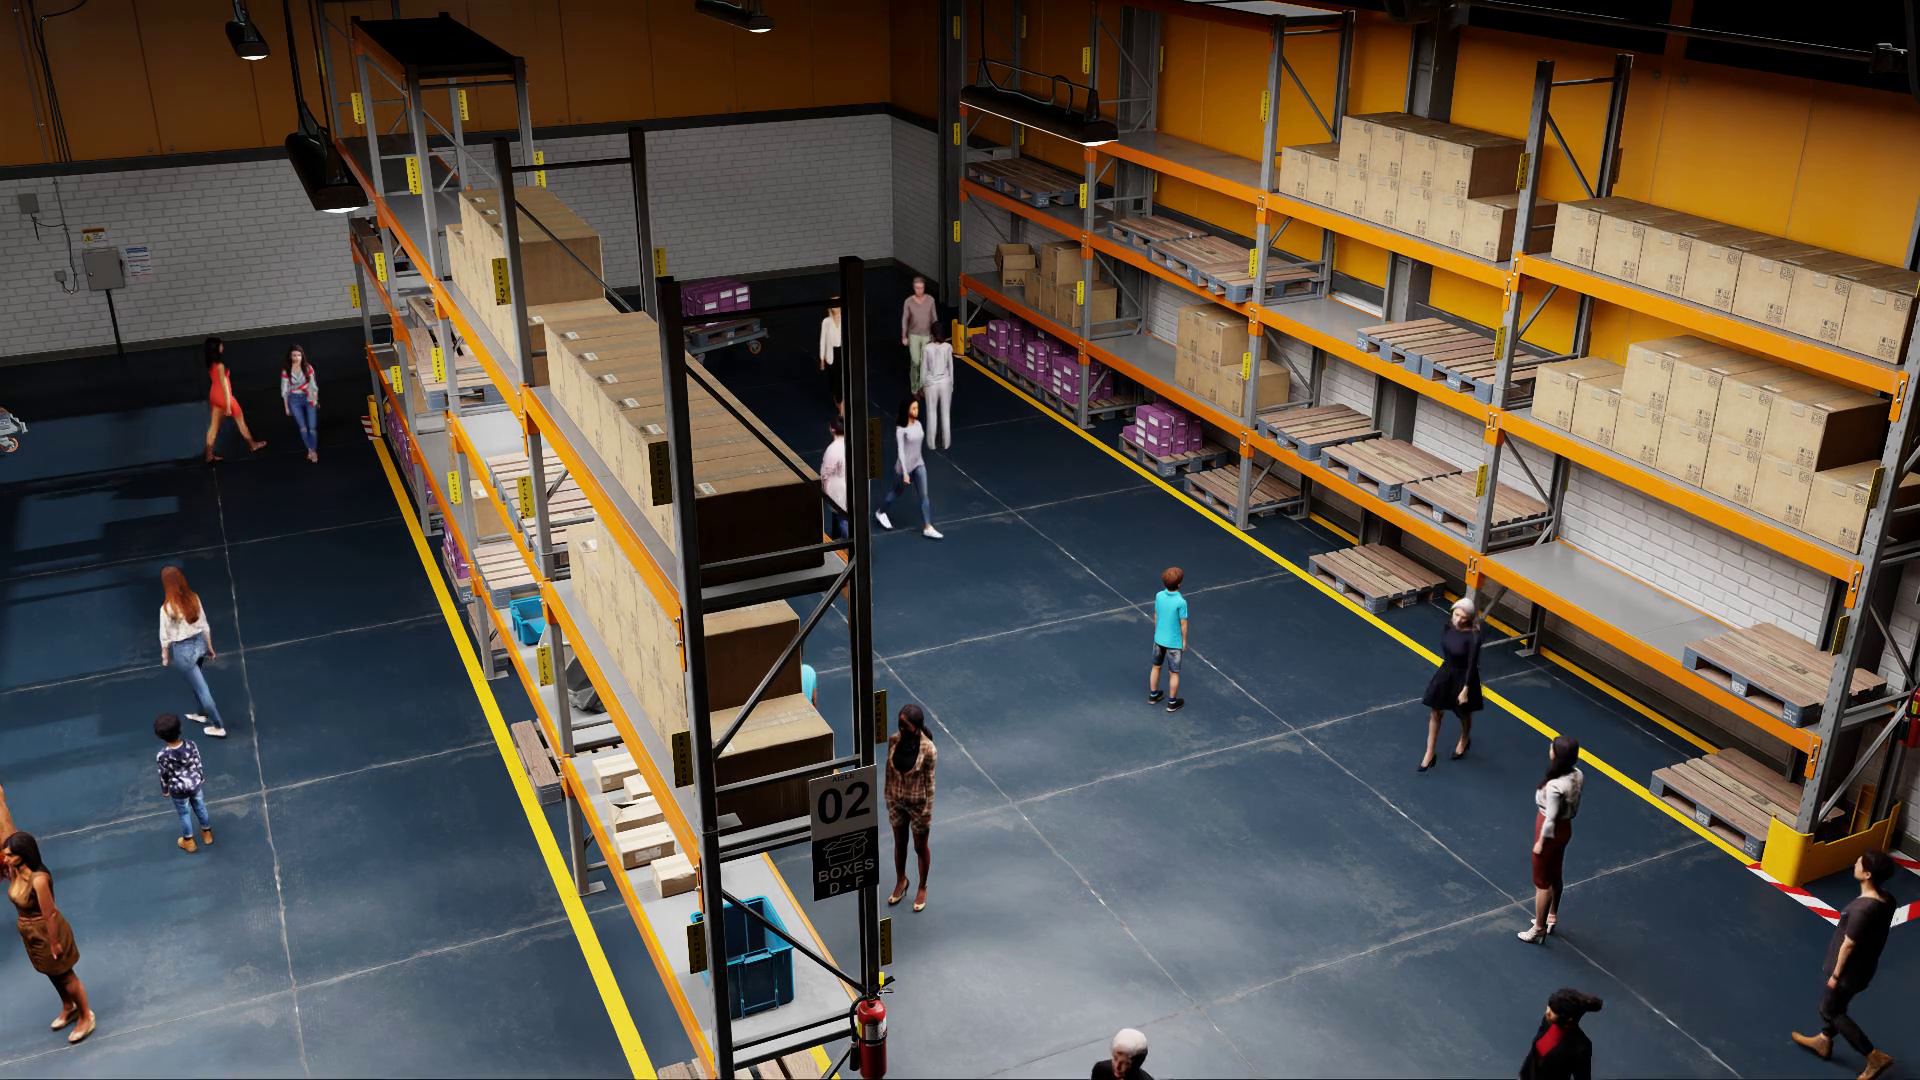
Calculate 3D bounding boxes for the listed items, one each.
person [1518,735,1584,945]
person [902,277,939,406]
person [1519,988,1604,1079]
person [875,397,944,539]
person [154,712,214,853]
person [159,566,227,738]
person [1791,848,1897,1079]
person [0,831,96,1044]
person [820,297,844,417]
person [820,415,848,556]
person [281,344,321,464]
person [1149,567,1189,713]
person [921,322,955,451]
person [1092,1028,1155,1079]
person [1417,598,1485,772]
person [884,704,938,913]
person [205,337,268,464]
[{"bbox_3d":[4.463,2.258,12.551,0.638,1.749,0.669,21,31,39],"label":"person"},{"bbox_3d":[-0.618,-2.979,24.411,0.693,1.847,0.856,-9,25,-19],"label":"person"},{"bbox_3d":[3.672,3.406,10.125,0.835,1.590,1.047,-4,24,-10],"label":"person"},{"bbox_3d":[-0.690,-0.857,19.748,1.250,1.693,0.949,19,30,36],"label":"person"},{"bbox_3d":[-6.438,1.992,13.783,0.568,1.250,0.554,21,32,40],"label":"person"},{"bbox_3d":[-7.029,1.060,15.342,0.920,1.709,0.846,9,25,20],"label":"person"},{"bbox_3d":[6.078,2.877,11.191,0.785,1.704,0.978,-20,31,-38],"label":"person"},{"bbox_3d":[-6.340,2.739,11.534,0.601,1.684,0.700,15,28,31],"label":"person"},{"bbox_3d":[-1.731,-2.515,23.387,0.884,1.815,1.261,-3,24,-6],"label":"person"},{"bbox_3d":[-1.300,-0.585,19.089,1.016,1.723,0.931,13,27,28],"label":"person"},{"bbox_3d":[-8.744,-1.850,22.141,0.676,1.596,0.737,-6,24,-14],"label":"person"},{"bbox_3d":[2.001,0.933,15.958,0.525,1.448,0.639,20,30,37],"label":"person"},{"bbox_3d":[-0.299,-2.079,22.449,0.649,1.768,0.621,-2,24,-5],"label":"person"},{"bbox_3d":[1.026,3.410,9.421,0.895,1.765,1.199,-19,30,-37],"label":"person"},{"bbox_3d":[4.486,1.259,14.885,0.767,1.711,0.928,-13,27,-27],"label":"person"},{"bbox_3d":[-0.385,2.066,12.934,0.666,1.795,0.742,12,26,25],"label":"person"},{"bbox_3d":[-9.817,-1.810,21.951,1.130,1.673,1.060,15,28,30],"label":"person"}]
